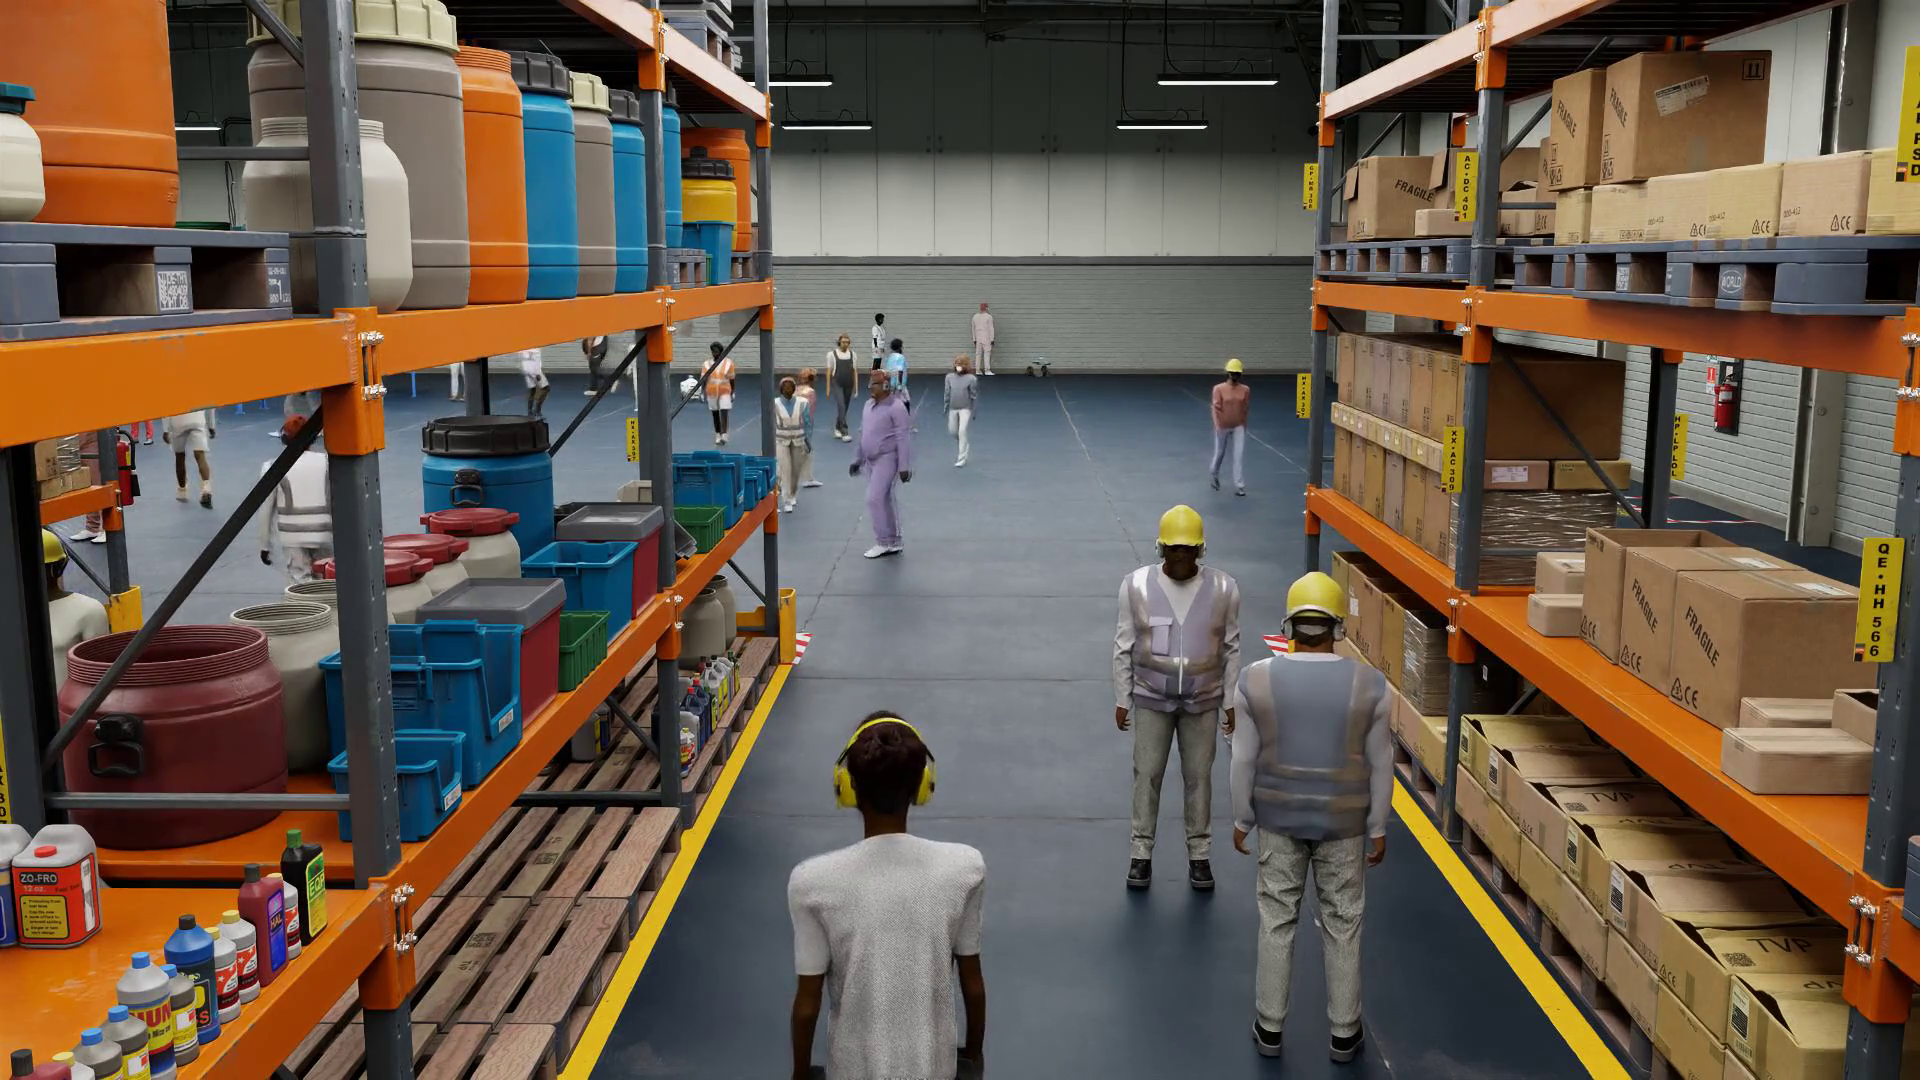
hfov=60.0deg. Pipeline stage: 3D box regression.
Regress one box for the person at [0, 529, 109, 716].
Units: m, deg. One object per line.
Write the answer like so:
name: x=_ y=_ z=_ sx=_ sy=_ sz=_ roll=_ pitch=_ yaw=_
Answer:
person: x=-4.136 y=0.813 z=7.598 sx=0.532 sy=1.767 sz=0.328 roll=0 pitch=9 yaw=-1

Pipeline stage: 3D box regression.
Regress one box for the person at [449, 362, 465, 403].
person: x=-10.595 y=-3.859 z=35.221 sx=0.655 sy=1.883 sz=0.945 roll=0 pitch=9 yaw=3

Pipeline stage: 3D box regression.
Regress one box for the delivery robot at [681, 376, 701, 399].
delivery robot: x=-5.721 y=-3.254 z=35.422 sx=0.477 sy=0.478 sz=0.707 roll=-4 pitch=10 yaw=-20

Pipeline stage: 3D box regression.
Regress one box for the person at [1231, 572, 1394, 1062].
person: x=1.300 y=1.023 z=6.170 sx=0.588 sy=1.823 sz=0.403 roll=2 pitch=10 yaw=13

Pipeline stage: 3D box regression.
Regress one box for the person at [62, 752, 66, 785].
person: x=-5.052 y=0.548 z=8.763 sx=0.544 sy=1.916 sz=0.784 roll=1 pitch=10 yaw=5

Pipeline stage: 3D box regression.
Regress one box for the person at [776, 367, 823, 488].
person: x=-2.150 y=-1.461 z=21.718 sx=0.749 sy=1.603 sz=0.535 roll=-5 pitch=11 yaw=-27

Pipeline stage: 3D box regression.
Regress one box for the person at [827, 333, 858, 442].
person: x=-1.978 y=-2.569 z=27.779 sx=0.511 sy=1.805 sz=0.936 roll=-5 pitch=10 yaw=-25

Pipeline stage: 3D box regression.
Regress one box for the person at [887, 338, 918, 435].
person: x=-1.028 y=-2.615 z=28.439 sx=0.678 sy=1.650 sz=0.587 roll=-6 pitch=11 yaw=-34

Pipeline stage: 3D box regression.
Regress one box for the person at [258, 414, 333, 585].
person: x=-4.822 y=0.001 z=12.195 sx=0.611 sy=1.849 sz=0.854 roll=-6 pitch=11 yaw=-33

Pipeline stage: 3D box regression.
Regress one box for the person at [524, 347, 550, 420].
person: x=-7.865 y=-3.147 z=30.864 sx=0.486 sy=1.915 sz=0.574 roll=-8 pitch=12 yaw=-39

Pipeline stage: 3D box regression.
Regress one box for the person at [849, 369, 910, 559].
person: x=-0.862 y=-0.764 z=16.692 sx=0.670 sy=1.885 sz=0.649 roll=-6 pitch=11 yaw=-30

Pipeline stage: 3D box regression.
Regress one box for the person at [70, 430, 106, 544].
person: x=-9.208 y=-0.924 z=17.585 sx=0.639 sy=1.909 sz=0.409 roll=6 pitch=11 yaw=32

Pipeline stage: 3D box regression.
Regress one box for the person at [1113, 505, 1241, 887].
person: x=1.023 y=0.738 z=7.853 sx=0.602 sy=1.828 sz=0.404 roll=1 pitch=9 yaw=4

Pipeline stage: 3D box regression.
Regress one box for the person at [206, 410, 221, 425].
person: x=-13.831 y=-3.010 z=30.281 sx=0.564 sy=1.837 sz=0.388 roll=0 pitch=9 yaw=1

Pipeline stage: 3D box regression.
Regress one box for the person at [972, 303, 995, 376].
person: x=0.640 y=-5.256 z=43.532 sx=0.653 sy=1.904 sz=0.405 roll=7 pitch=12 yaw=36

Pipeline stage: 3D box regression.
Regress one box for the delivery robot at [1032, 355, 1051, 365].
delivery robot: x=2.121 y=-4.688 z=43.241 sx=0.335 sy=0.223 sz=0.698 roll=-5 pitch=11 yaw=-26

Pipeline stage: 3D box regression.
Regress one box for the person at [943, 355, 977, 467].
person: x=0.028 y=-1.909 z=24.335 sx=0.510 sy=1.616 sz=0.585 roll=4 pitch=10 yaw=23

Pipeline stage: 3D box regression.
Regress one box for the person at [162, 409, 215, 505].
person: x=-9.438 y=-1.433 z=20.361 sx=0.622 sy=2.008 sz=1.010 roll=-7 pitch=12 yaw=-36

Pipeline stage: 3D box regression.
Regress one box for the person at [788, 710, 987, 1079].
person: x=-0.175 y=1.340 z=4.131 sx=0.516 sy=1.870 sz=0.322 roll=-2 pitch=10 yaw=-13

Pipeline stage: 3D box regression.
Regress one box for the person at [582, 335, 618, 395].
person: x=-8.002 y=-4.199 z=36.924 sx=0.817 sy=2.000 sz=0.682 roll=1 pitch=10 yaw=7

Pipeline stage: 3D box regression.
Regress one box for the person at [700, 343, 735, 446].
person: x=-3.917 y=-2.346 z=26.852 sx=0.550 sy=1.643 sz=0.877 roll=0 pitch=9 yaw=-2

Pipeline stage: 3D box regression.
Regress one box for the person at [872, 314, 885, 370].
person: x=-2.017 y=-4.772 z=41.268 sx=0.319 sy=1.693 sz=0.533 roll=3 pitch=10 yaw=17

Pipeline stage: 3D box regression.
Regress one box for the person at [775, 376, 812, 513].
person: x=-2.061 y=-1.176 z=19.992 sx=0.508 sy=1.606 sz=0.794 roll=-3 pitch=10 yaw=-16

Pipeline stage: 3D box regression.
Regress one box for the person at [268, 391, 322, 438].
person: x=-11.229 y=-2.639 z=27.922 sx=0.939 sy=1.882 sz=0.600 roll=-2 pitch=10 yaw=-13

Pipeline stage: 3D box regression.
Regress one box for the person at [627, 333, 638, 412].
person: x=-6.329 y=-3.366 z=33.074 sx=0.523 sy=1.618 sz=0.421 roll=2 pitch=10 yaw=14

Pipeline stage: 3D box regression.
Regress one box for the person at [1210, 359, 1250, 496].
person: x=3.453 y=-1.470 z=21.372 sx=0.521 sy=1.734 sz=0.819 roll=-1 pitch=10 yaw=-8

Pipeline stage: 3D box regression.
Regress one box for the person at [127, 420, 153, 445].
person: x=-13.396 y=-2.436 z=27.062 sx=0.523 sy=1.769 sz=0.309 roll=1 pitch=10 yaw=7
